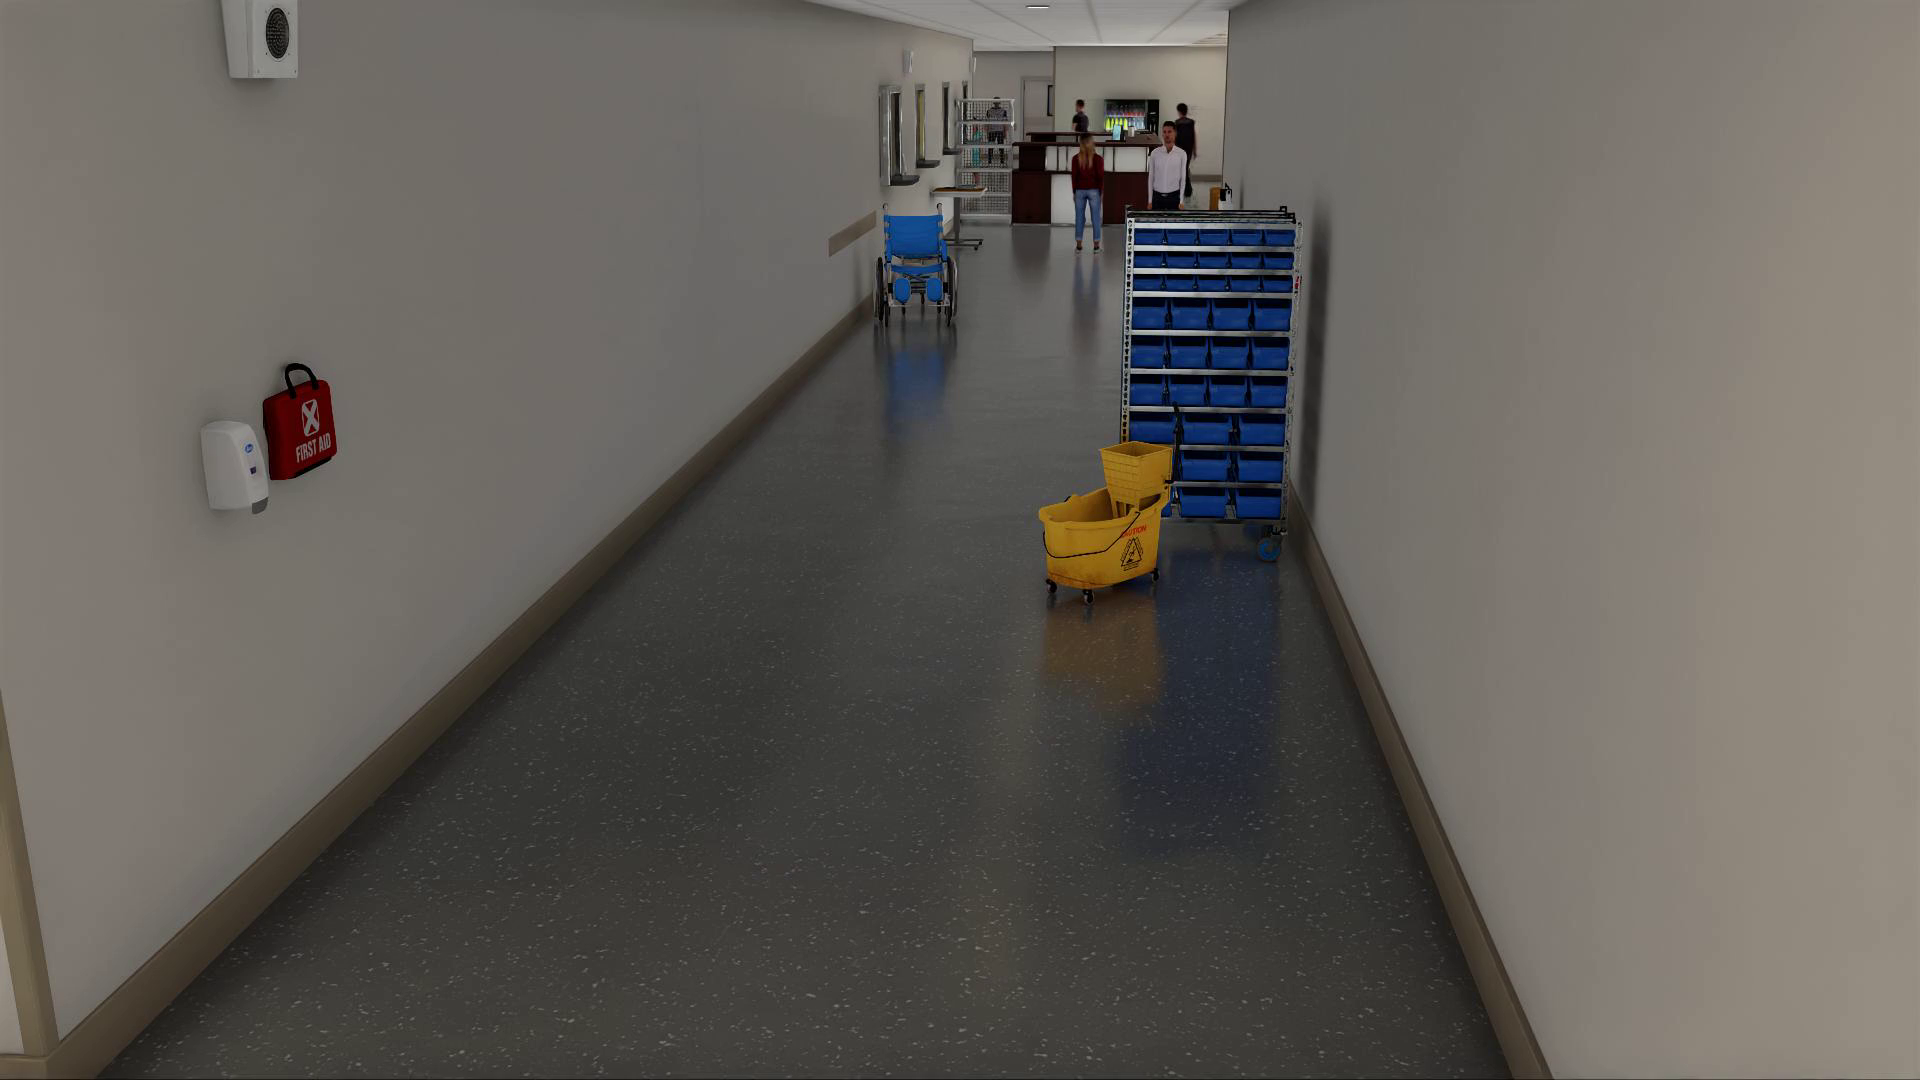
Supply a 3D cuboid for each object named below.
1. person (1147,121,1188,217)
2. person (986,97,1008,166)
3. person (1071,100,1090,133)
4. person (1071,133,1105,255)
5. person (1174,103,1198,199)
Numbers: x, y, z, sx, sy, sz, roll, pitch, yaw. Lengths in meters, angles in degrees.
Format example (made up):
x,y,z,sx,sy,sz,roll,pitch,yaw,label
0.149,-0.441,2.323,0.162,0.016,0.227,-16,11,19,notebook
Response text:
x,y,z,sx,sy,sz,roll,pitch,yaw,label
2.529,-4.181,20.370,0.572,1.868,0.711,4,16,14,person
0.919,-10.334,42.279,0.483,1.823,0.734,1,16,3,person
2.760,-8.827,36.990,1.317,1.792,0.997,8,18,28,person
1.762,-4.787,22.951,0.495,1.634,0.685,3,16,12,person
4.375,-7.521,32.344,1.237,1.800,1.026,-4,16,-13,person
